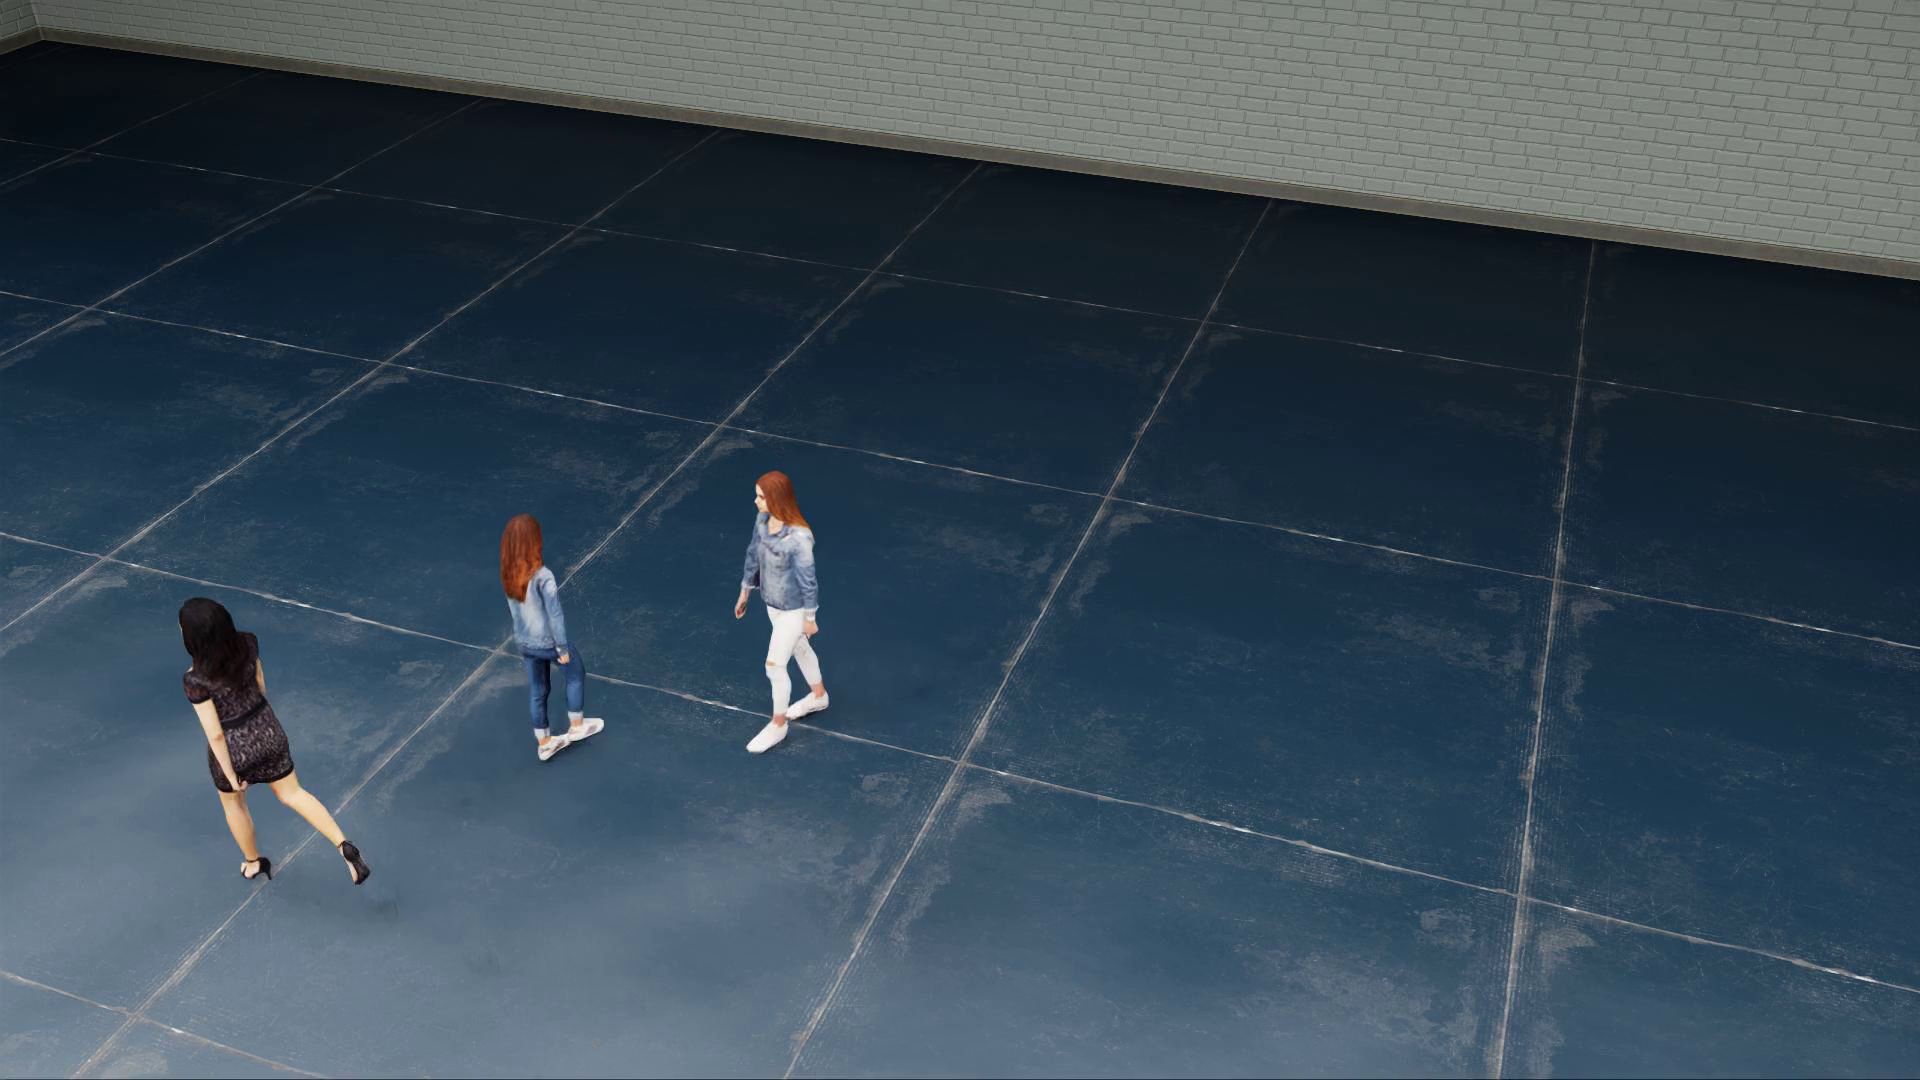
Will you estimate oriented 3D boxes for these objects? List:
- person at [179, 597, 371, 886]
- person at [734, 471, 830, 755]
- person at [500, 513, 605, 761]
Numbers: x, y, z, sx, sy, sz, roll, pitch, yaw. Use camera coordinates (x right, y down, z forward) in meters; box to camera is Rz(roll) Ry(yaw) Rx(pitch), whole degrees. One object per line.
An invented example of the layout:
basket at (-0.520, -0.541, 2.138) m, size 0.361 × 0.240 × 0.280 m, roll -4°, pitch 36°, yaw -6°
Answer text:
person at (-3.314, 1.030, 7.931) m, size 0.743 × 1.764 × 1.021 m, roll 15°, pitch 36°, yaw 22°
person at (-0.862, 0.327, 9.094) m, size 0.969 × 1.675 × 0.878 m, roll -19°, pitch 38°, yaw -26°
person at (-2.305, 0.568, 8.916) m, size 0.641 × 1.465 × 0.692 m, roll 20°, pitch 38°, yaw 28°
